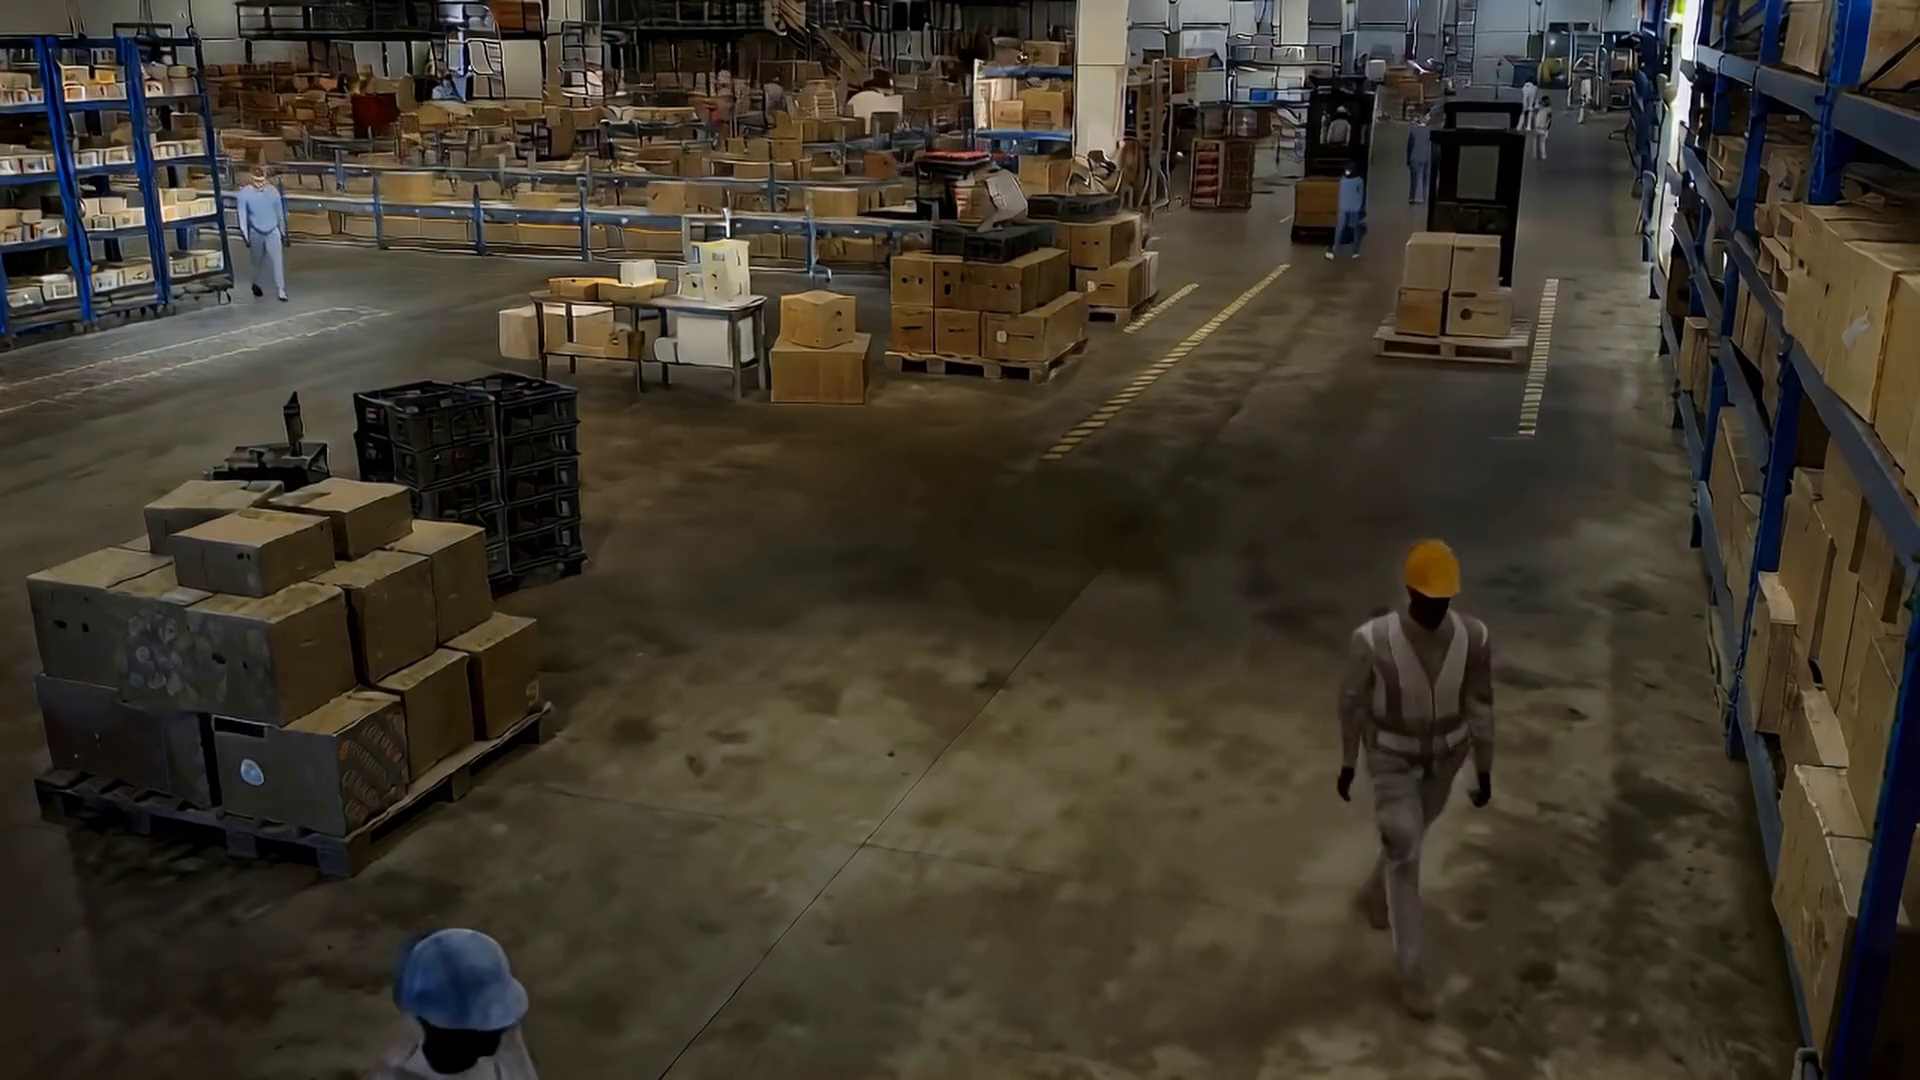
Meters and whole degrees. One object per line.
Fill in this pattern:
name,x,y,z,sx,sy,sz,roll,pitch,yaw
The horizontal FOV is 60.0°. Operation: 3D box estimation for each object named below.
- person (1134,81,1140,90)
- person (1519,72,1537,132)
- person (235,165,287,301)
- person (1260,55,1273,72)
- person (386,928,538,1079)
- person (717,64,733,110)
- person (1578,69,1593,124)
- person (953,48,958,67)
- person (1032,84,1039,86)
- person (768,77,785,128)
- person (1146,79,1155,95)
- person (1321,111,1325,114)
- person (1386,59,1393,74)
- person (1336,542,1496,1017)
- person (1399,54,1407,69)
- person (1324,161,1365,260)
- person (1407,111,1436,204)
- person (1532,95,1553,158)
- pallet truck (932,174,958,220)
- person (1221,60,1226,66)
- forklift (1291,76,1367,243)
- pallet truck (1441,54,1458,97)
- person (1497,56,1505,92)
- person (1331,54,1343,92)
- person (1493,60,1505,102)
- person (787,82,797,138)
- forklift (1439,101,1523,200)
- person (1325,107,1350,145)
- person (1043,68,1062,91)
person,8.464,-22.176,79.427,0.661,1.908,0.587,-11,20,-30
person,19.011,-14.669,55.731,0.367,1.966,0.607,-9,20,-27
person,-9.807,-4.313,23.343,0.656,1.877,0.809,-14,22,-37
person,14.494,-21.949,78.650,0.629,1.939,0.371,7,19,21
person,-1.259,1.785,4.185,1.042,1.883,0.549,3,18,11
person,-9.572,-18.473,67.855,0.864,1.863,0.575,9,20,27
person,22.501,-15.931,59.766,0.391,1.929,0.540,2,18,6
person,-0.299,-27.465,96.069,0.658,1.894,0.391,-2,18,-5
person,3.667,-21.768,78.267,0.535,1.822,0.642,-10,20,-28
person,-6.386,-15.206,57.808,0.537,1.712,0.917,-11,21,-32
person,6.482,-15.013,56.950,0.931,1.893,0.553,-15,23,-39
person,11.616,-13.840,53.578,0.543,1.679,0.607,-11,21,-31
person,21.297,-22.982,82.346,0.884,1.645,0.538,8,19,25
person,1.901,0.902,6.927,0.623,1.900,0.984,-3,18,-9
person,21.113,-22.154,79.245,0.918,1.966,0.623,-4,18,-12
person,6.310,-5.345,27.027,0.500,1.590,0.857,15,23,39
person,9.731,-8.047,35.020,0.638,1.909,0.408,5,18,14
person,16.053,-11.383,45.836,0.540,1.700,0.315,12,21,33
pallet truck,-0.507,-5.292,27.348,0.653,1.274,1.630,6,19,19
person,11.682,-20.366,73.889,0.995,1.815,0.493,7,19,20
forklift,6.598,-6.755,29.381,1.129,2.768,1.873,6,19,19
pallet truck,22.765,-21.886,78.355,0.823,1.965,1.885,-4,18,-14
person,27.054,-23.318,83.243,0.522,1.761,0.327,-14,22,-37
person,18.715,-23.182,82.601,0.594,1.900,0.886,-3,18,-10
person,23.970,-20.389,73.909,0.429,1.840,0.635,2,18,7
person,-5.055,-12.878,50.256,0.331,1.874,0.519,-9,20,-26
forklift,6.576,-4.179,21.287,1.129,2.768,1.873,6,19,19
person,8.705,-9.021,38.233,0.617,1.808,0.470,7,19,20
person,3.333,-15.858,59.345,0.684,2.000,0.536,6,19,19
